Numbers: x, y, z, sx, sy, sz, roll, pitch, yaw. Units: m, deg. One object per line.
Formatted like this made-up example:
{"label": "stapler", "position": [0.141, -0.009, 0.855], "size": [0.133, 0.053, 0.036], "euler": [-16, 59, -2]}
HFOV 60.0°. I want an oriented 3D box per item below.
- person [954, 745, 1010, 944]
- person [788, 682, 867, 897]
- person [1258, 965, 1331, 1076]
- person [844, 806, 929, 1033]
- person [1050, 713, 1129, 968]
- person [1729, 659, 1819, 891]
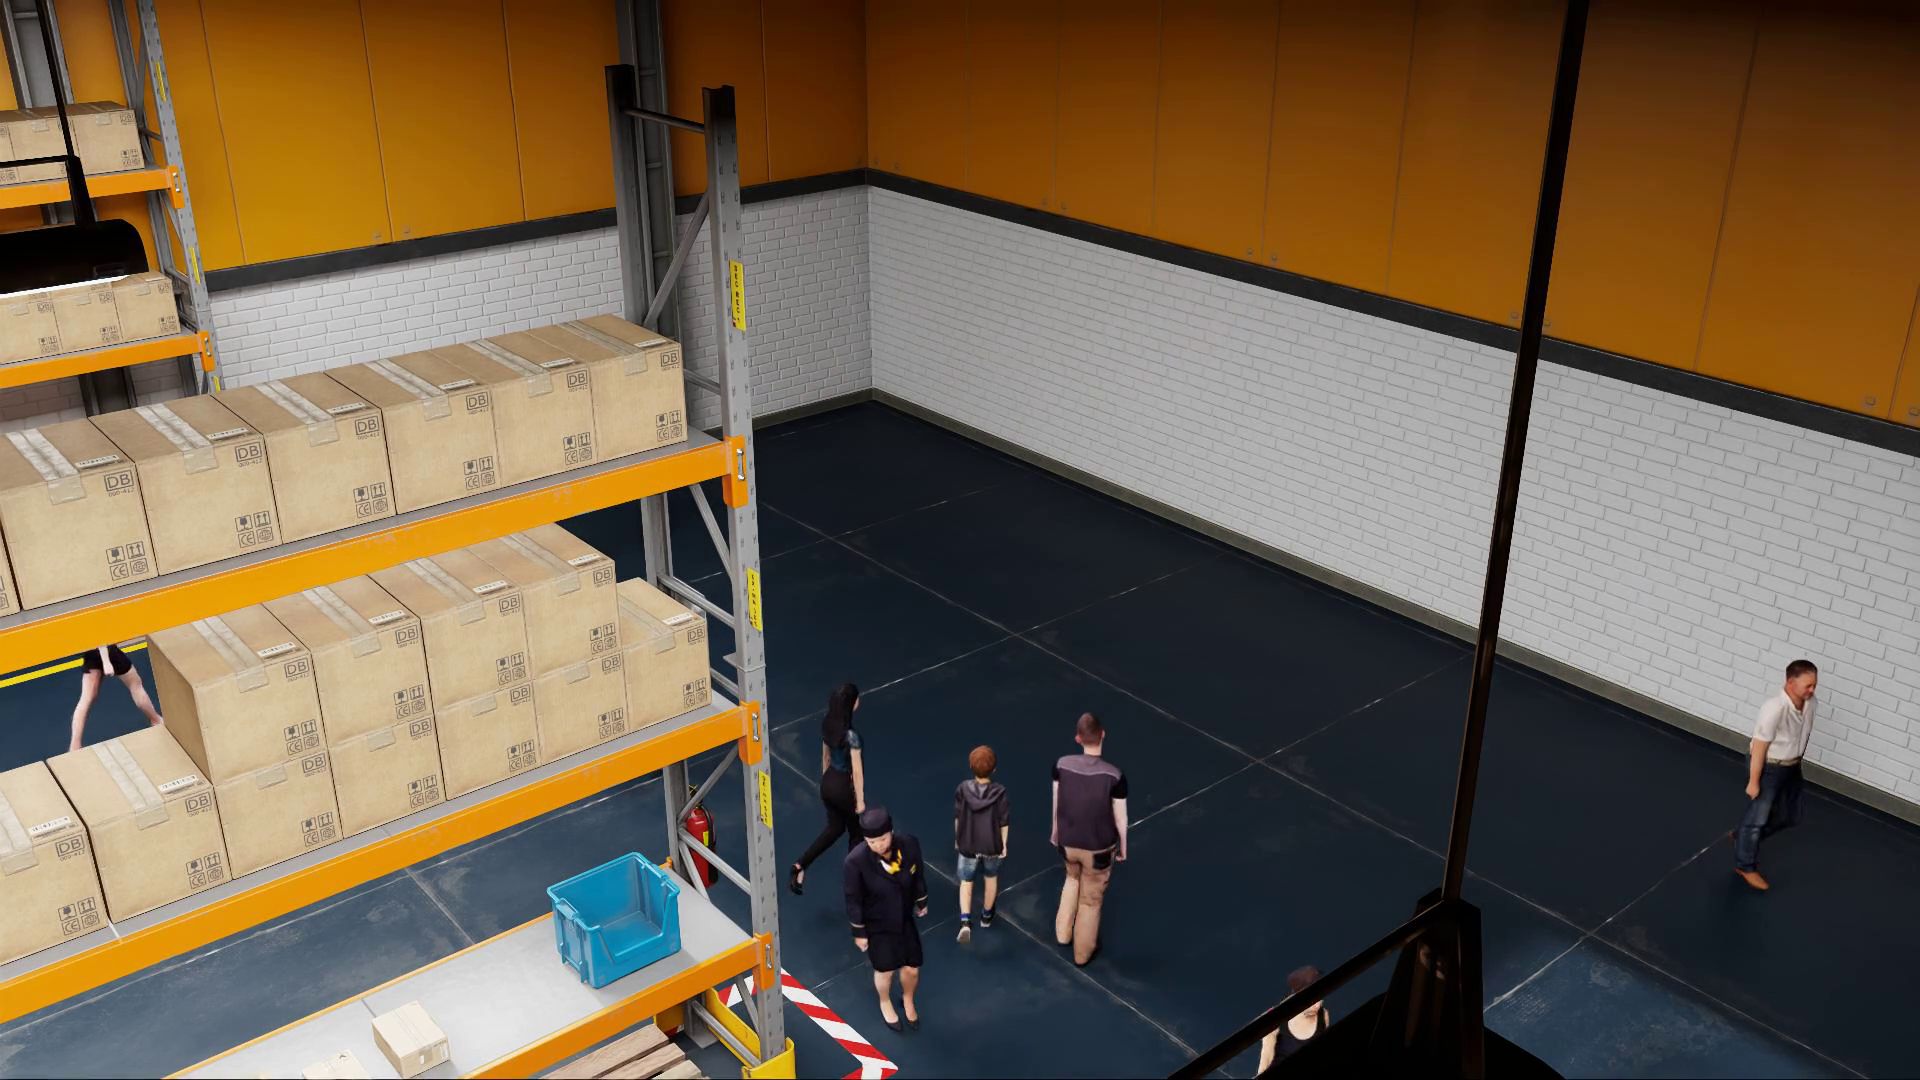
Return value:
{"label": "person", "position": [0.120, 2.082, 11.283], "size": [0.819, 1.432, 0.894], "euler": [3, 24, 8]}
{"label": "person", "position": [-0.880, 1.798, 11.579], "size": [0.893, 1.716, 0.569], "euler": [-18, 29, -35]}
{"label": "person", "position": [1.795, 2.952, 9.155], "size": [0.693, 1.542, 0.737], "euler": [-9, 25, -19]}
{"label": "person", "position": [-0.481, 2.342, 10.418], "size": [0.698, 1.647, 0.859], "euler": [-12, 26, -26]}
{"label": "person", "position": [0.794, 2.029, 10.920], "size": [0.778, 1.820, 0.769], "euler": [13, 27, 27]}
{"label": "person", "position": [5.736, 1.593, 11.897], "size": [0.760, 1.835, 0.840], "euler": [-9, 25, -21]}
